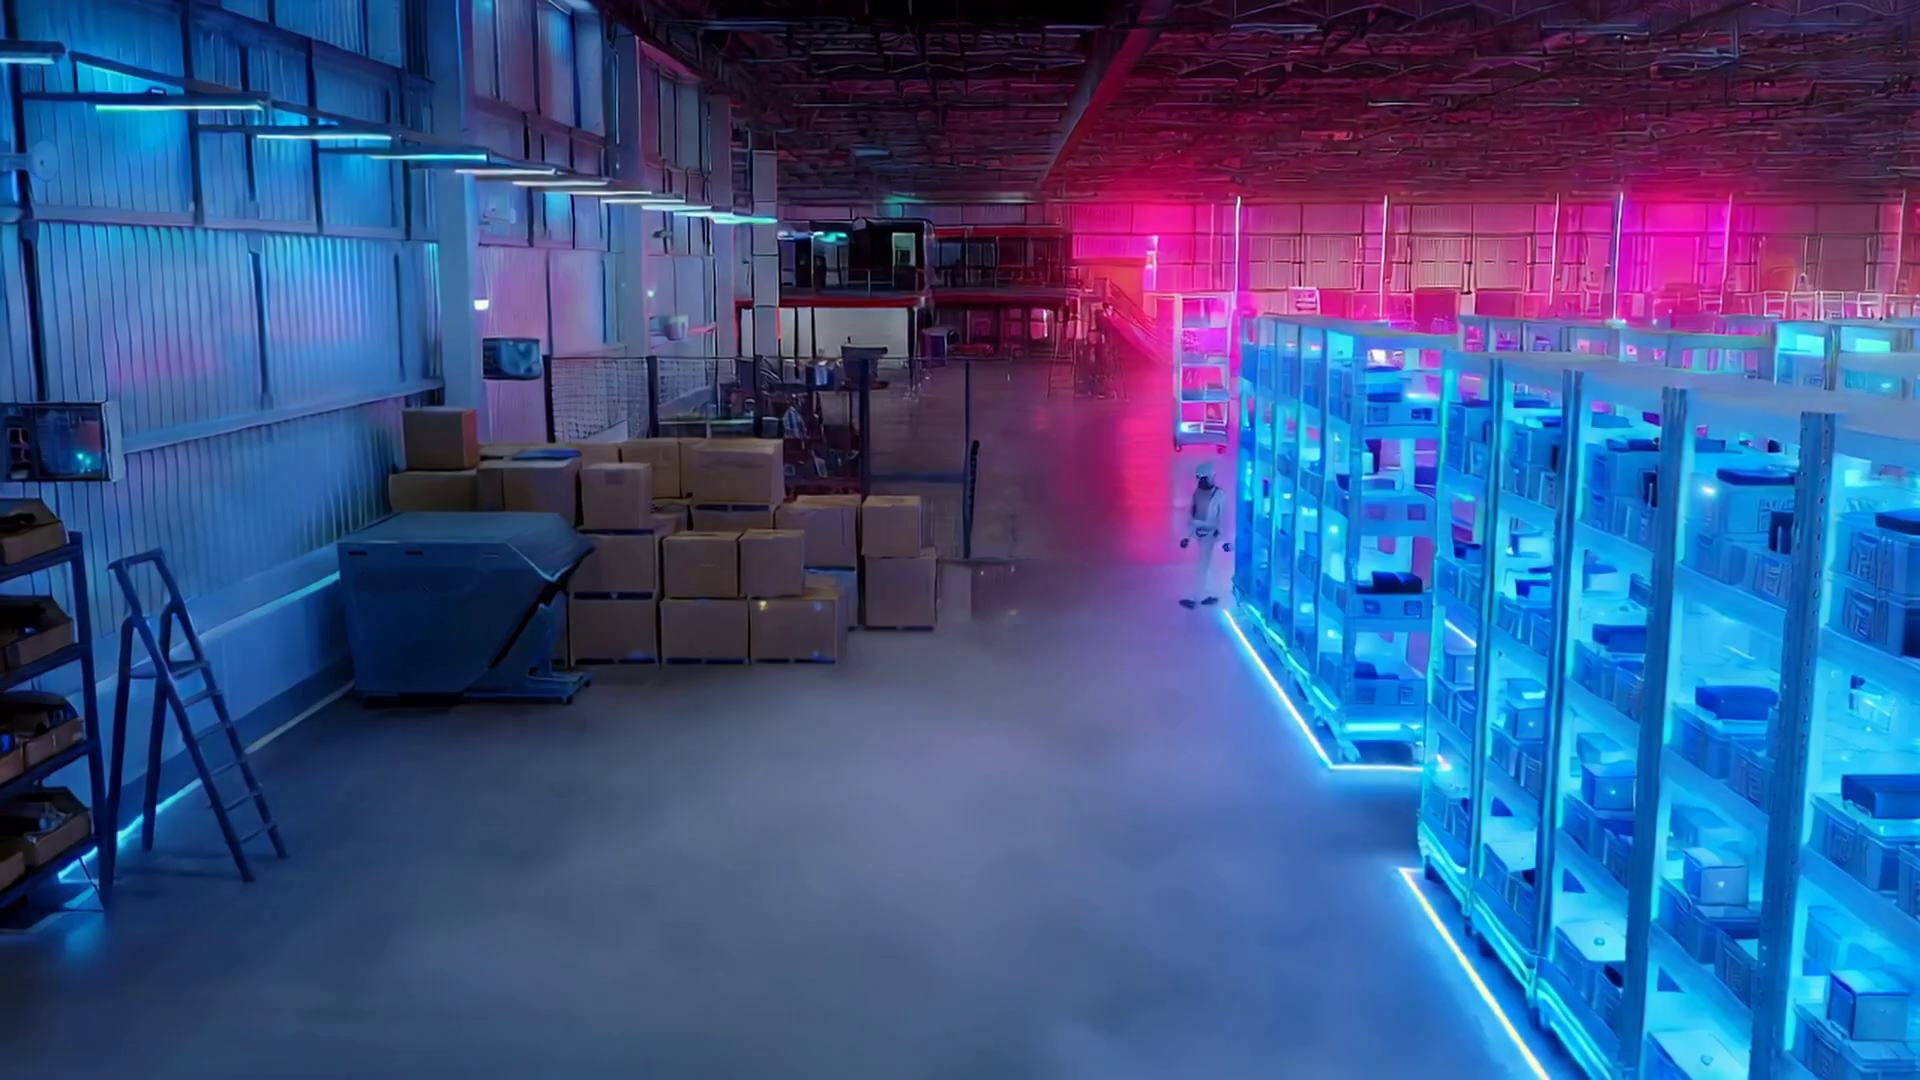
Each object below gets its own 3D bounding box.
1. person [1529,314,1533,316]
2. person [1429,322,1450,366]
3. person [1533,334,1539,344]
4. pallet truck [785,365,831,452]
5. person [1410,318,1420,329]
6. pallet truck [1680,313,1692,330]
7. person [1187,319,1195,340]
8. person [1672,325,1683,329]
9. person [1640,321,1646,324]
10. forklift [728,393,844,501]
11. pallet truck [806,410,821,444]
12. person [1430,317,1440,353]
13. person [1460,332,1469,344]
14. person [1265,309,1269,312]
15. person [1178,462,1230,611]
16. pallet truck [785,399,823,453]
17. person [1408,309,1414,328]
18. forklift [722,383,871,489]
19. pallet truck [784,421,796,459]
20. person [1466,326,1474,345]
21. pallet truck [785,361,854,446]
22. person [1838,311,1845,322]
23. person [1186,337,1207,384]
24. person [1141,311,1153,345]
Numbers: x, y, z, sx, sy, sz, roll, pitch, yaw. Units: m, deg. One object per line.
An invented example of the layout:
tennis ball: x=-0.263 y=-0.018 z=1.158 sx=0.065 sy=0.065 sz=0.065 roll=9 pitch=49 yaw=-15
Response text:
person: x=31.451 y=-11.625 z=91.832 sx=0.903 sy=1.712 sz=0.542 roll=-1 pitch=9 yaw=-4
person: x=19.629 y=-7.858 z=67.714 sx=0.878 sy=2.020 sz=0.613 roll=-1 pitch=9 yaw=-3
person: x=21.930 y=-7.306 z=64.213 sx=0.684 sy=2.000 sz=0.538 roll=6 pitch=11 yaw=33
pallet truck: x=-3.774 y=-2.976 z=37.635 sx=1.885 sy=1.965 sz=0.823 roll=1 pitch=9 yaw=5
person: x=21.158 y=-9.406 z=77.558 sx=0.750 sy=1.922 sz=0.642 roll=-5 pitch=10 yaw=-27
pallet truck: x=36.315 y=-10.531 z=84.244 sx=0.823 sy=1.965 sz=1.885 roll=-6 pitch=11 yaw=-33
person: x=13.524 y=-12.623 z=97.463 sx=0.798 sy=1.891 sz=0.602 roll=-4 pitch=10 yaw=-24
person: x=33.740 y=-9.524 z=78.585 sx=0.839 sy=1.811 sz=0.662 roll=-3 pitch=10 yaw=-17
person: x=31.006 y=-9.027 z=75.499 sx=1.003 sy=1.815 sz=0.540 roll=5 pitch=10 yaw=28
forklift: x=-2.979 y=-1.316 z=26.476 sx=2.680 sy=1.987 sz=1.157 roll=0 pitch=9 yaw=1
pallet truck: x=-3.559 y=-2.018 z=33.905 sx=1.522 sy=1.261 sz=0.704 roll=0 pitch=9 yaw=-1
person: x=23.578 y=-10.181 z=82.601 sx=0.431 sy=1.836 sz=0.638 roll=-2 pitch=9 yaw=-13
person: x=18.715 y=-6.826 z=61.905 sx=1.012 sy=1.825 sz=0.609 roll=2 pitch=9 yaw=13
person: x=16.821 y=-11.674 z=91.312 sx=0.612 sy=1.990 sz=0.392 roll=7 pitch=12 yaw=37
person: x=2.906 y=-0.044 z=20.184 sx=0.870 sy=1.789 sz=0.618 roll=-6 pitch=11 yaw=-34
pallet truck: x=-3.814 y=-2.432 z=36.419 sx=1.630 sy=1.274 sz=0.653 roll=0 pitch=9 yaw=1
person: x=25.682 y=-12.219 z=94.895 sx=0.398 sy=1.920 sz=0.586 roll=4 pitch=10 yaw=24
forklift: x=-2.893 y=-1.687 z=28.729 sx=2.680 sy=1.987 sz=1.157 roll=0 pitch=9 yaw=-1
pallet truck: x=-4.013 y=-1.793 z=32.705 sx=1.601 sy=1.201 sz=0.680 roll=0 pitch=9 yaw=1
person: x=26.960 y=-10.976 z=88.036 sx=0.850 sy=1.656 sz=0.536 roll=-4 pitch=10 yaw=-24
pallet truck: x=-3.410 y=-3.193 z=38.978 sx=1.885 sy=1.965 sz=0.823 roll=0 pitch=9 yaw=-1
person: x=48.469 y=-11.648 z=91.481 sx=0.359 sy=1.884 sz=0.573 roll=4 pitch=10 yaw=23
person: x=8.557 y=-6.480 z=60.111 sx=0.853 sy=1.701 sz=0.569 roll=3 pitch=10 yaw=16
person: x=10.255 y=-11.640 z=91.405 sx=0.607 sy=1.904 sz=1.002 roll=5 pitch=10 yaw=27
